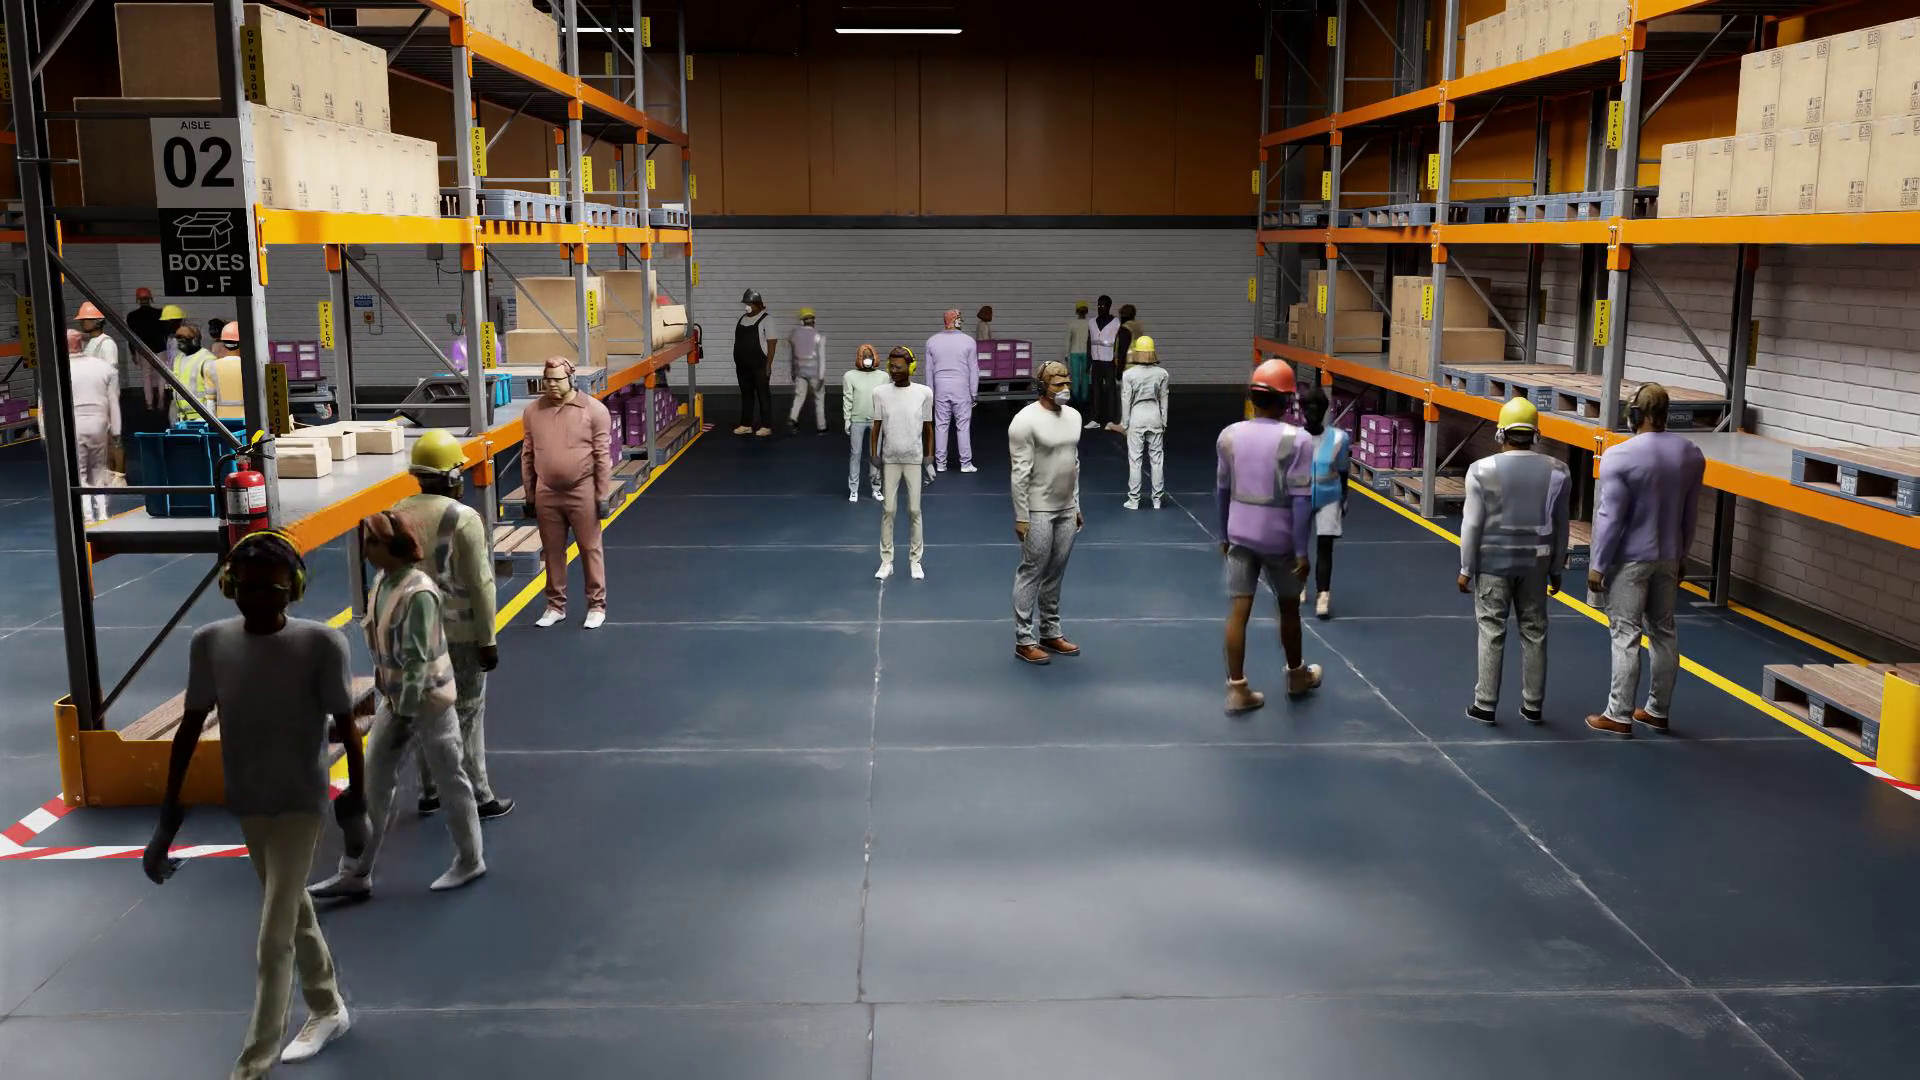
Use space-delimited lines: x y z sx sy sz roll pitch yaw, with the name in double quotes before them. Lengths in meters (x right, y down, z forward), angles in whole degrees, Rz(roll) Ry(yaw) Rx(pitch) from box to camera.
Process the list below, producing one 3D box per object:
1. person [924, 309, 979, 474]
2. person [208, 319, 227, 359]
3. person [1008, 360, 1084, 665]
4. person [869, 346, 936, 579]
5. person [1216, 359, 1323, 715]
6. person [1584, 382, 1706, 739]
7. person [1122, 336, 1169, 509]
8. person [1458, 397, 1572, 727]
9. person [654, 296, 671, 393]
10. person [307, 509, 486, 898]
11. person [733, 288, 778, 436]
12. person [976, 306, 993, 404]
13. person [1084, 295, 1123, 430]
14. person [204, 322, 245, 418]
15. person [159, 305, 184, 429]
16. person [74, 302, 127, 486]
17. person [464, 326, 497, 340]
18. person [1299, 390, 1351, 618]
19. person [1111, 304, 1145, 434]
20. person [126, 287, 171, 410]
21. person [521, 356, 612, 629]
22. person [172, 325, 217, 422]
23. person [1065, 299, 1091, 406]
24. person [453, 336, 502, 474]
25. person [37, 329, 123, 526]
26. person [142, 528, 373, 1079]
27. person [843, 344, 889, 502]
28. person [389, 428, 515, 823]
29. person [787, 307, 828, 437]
"person" -0.079 -1.720 19.320 0.641 1.904 0.401 3 11 17
"person" -9.957 -2.154 22.426 0.549 1.646 0.865 7 12 35
"person" 0.564 -0.186 10.667 0.354 1.937 0.635 9 14 42
"person" -0.459 -0.610 13.235 0.532 1.865 0.310 0 10 2
"person" 1.818 -0.033 9.606 0.636 2.009 0.924 8 13 36
"person" 3.682 0.115 8.996 0.628 1.939 0.373 -3 11 -18
"person" 1.855 -1.177 16.732 0.487 1.745 0.290 -2 10 -10
"person" 3.052 0.128 9.214 0.593 1.832 0.403 0 10 1
"person" -4.513 -2.601 24.234 0.788 1.904 0.563 0 10 -2
"person" -2.296 0.686 6.710 0.775 1.605 0.532 -10 14 -43
"person" -2.887 -2.468 23.093 0.681 2.000 0.538 6 12 32
"person" 0.401 -3.065 27.585 0.289 1.622 0.512 -3 11 -16
"person" 2.074 -2.543 23.851 0.587 1.920 0.391 7 12 34
"person" -6.758 -1.075 15.620 0.551 1.936 0.356 -2 10 -9
"person" -9.640 -1.916 20.384 0.755 1.901 0.624 -10 14 -43
"person" -9.211 -1.524 17.827 0.379 2.045 0.605 -10 14 -43
"person" -6.474 -2.265 22.408 0.574 1.883 0.356 5 11 26
"person" 2.541 -0.280 12.045 0.545 1.628 0.841 2 10 10
"person" 2.358 -2.398 23.360 0.498 1.813 0.672 4 11 22
"person" -12.869 -3.035 26.439 0.643 1.972 0.814 -4 11 -22
"person" -2.736 -0.322 11.547 0.645 1.900 0.404 1 10 6
"person" -7.850 -1.288 17.112 0.631 1.836 0.429 7 12 33
"person" 1.988 -3.059 27.218 0.539 1.747 0.730 0 10 -2
"person" -5.576 -1.725 19.277 0.553 1.941 0.390 -4 11 -19
"person" -8.150 -1.002 15.375 0.672 1.883 0.640 -9 14 -43
"person" -2.176 0.871 5.117 0.561 1.810 0.988 2 10 11
"person" -0.964 -1.210 17.221 0.498 1.634 0.280 -3 11 -14
"person" -2.356 0.401 7.680 0.594 1.837 0.404 5 11 27
"person" -2.117 -2.302 22.868 0.598 1.792 0.759 3 10 14
